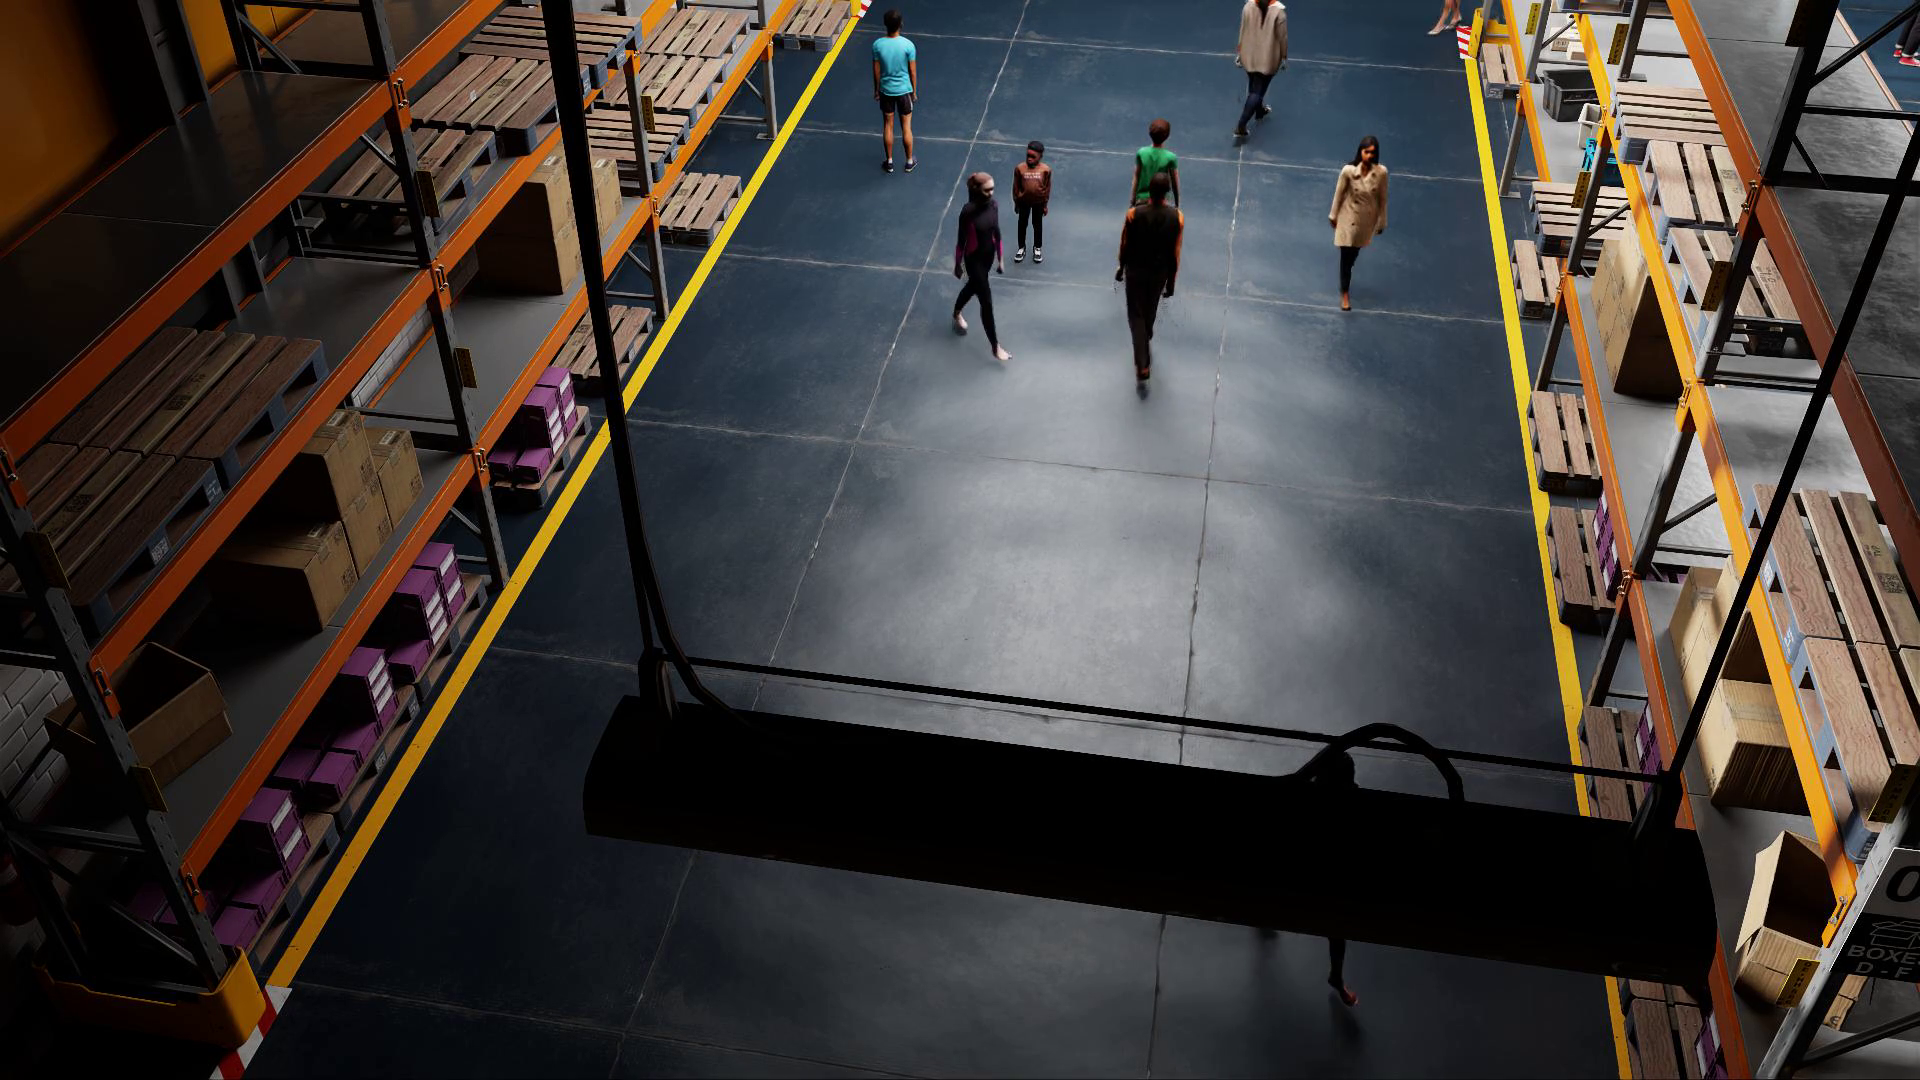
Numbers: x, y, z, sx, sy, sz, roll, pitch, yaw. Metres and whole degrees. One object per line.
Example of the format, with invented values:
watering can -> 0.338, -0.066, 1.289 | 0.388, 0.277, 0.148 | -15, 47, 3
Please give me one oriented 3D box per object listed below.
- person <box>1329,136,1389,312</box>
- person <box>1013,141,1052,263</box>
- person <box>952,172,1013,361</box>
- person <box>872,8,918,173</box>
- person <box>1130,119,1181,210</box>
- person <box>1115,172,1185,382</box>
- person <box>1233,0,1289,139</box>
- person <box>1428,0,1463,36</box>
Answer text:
person -> 3.737, -3.054, 15.702 | 0.757, 1.652, 1.023 | 1, 39, 1
person -> 0.712, -3.357, 16.399 | 0.527, 1.255, 0.481 | 4, 39, 5
person -> 0.129, -2.541, 15.032 | 1.122, 1.686, 1.135 | -25, 45, -28
person -> -0.688, -4.793, 17.779 | 0.626, 1.777, 0.544 | 3, 39, 4
person -> 1.831, -3.178, 15.893 | 0.731, 1.607, 1.164 | 12, 40, 15
person -> 1.640, -2.266, 14.538 | 0.891, 1.874, 1.299 | -2, 39, -3
person -> 3.281, -5.349, 18.416 | 1.080, 1.851, 1.293 | 27, 46, 29
person -> 6.314, -7.223, 20.865 | 1.038, 1.723, 0.991 | -20, 43, -23
